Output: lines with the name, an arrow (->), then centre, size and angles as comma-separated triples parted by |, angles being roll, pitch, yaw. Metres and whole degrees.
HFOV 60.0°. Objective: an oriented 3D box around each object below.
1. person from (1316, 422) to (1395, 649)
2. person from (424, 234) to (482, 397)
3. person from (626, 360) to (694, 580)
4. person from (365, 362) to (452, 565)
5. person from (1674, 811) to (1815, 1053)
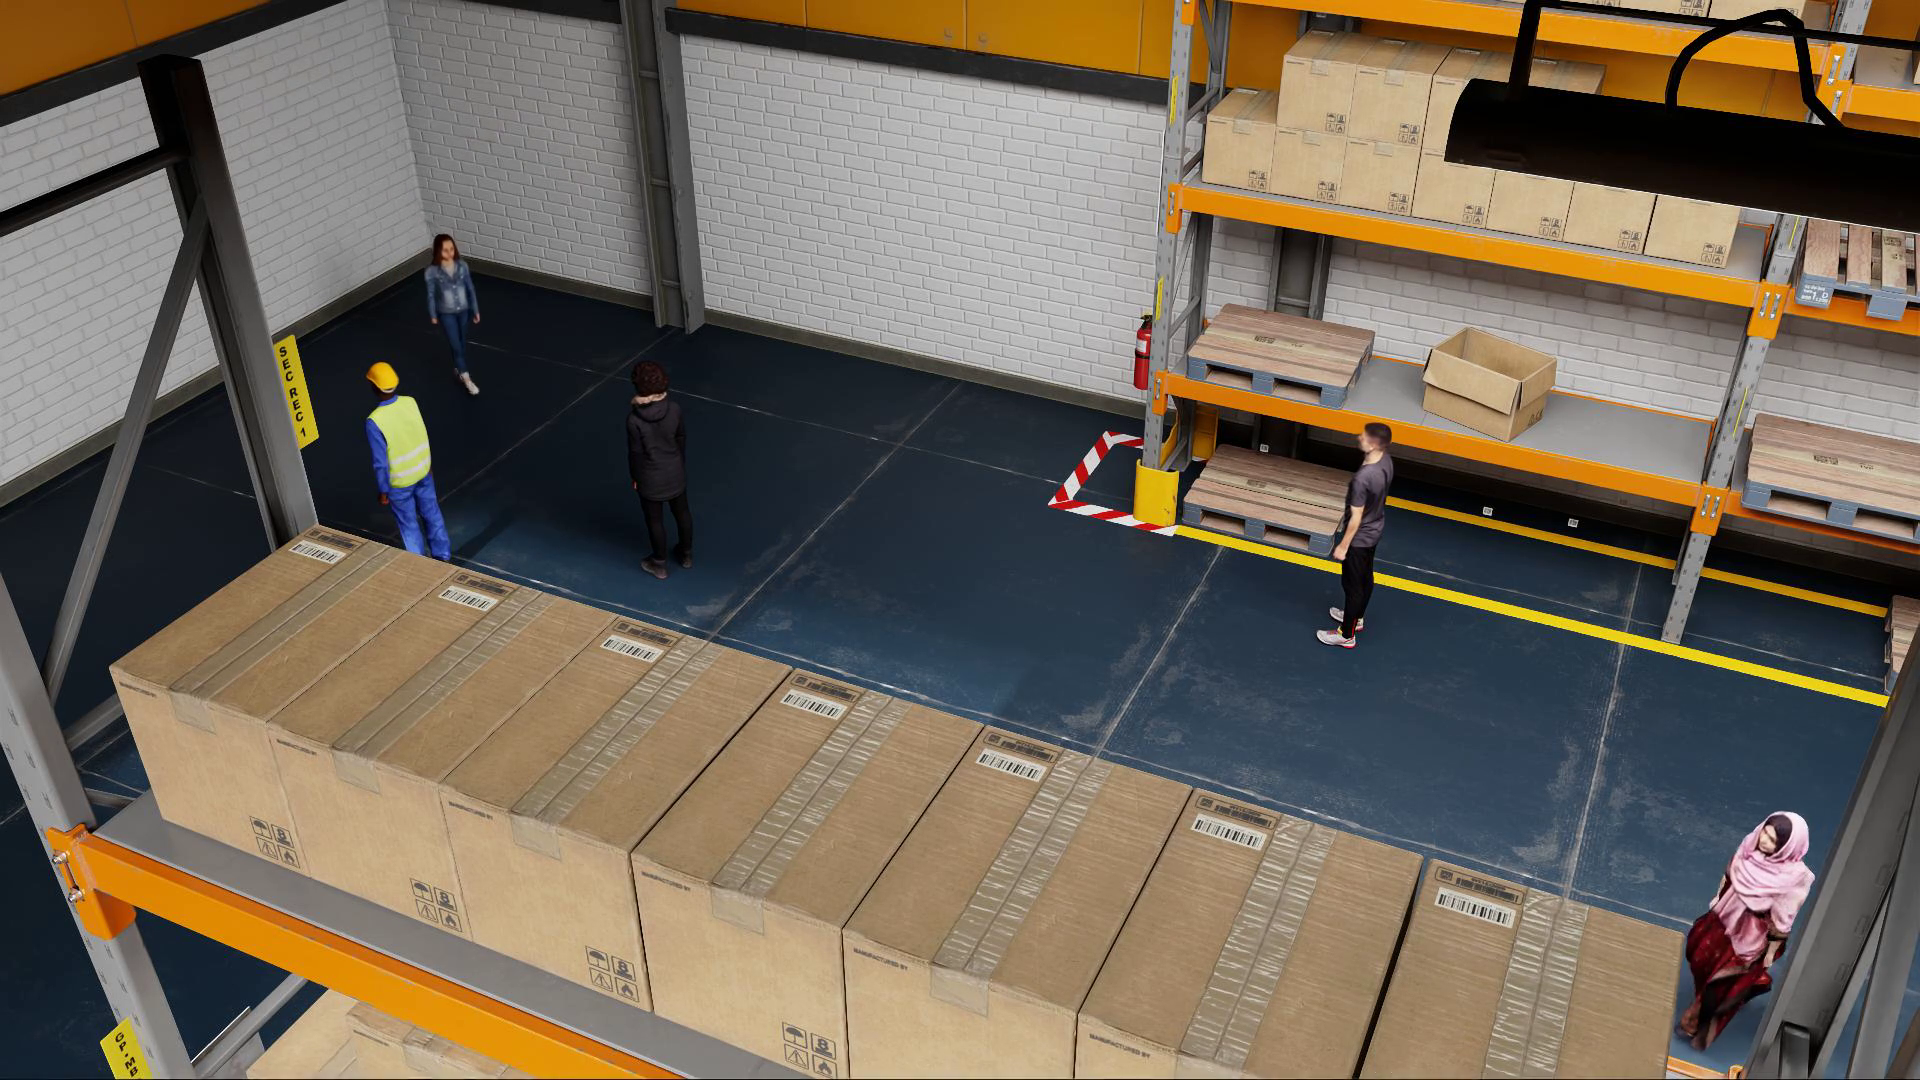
person -> 2.793, -0.046, 11.575 | 0.569, 1.764, 0.645 | 18, 38, 25
person -> -4.565, -2.074, 14.902 | 0.764, 1.457, 0.935 | -25, 41, -33
person -> -2.206, -0.516, 12.266 | 0.729, 1.781, 0.759 | -22, 39, -29
person -> -4.064, -0.478, 12.182 | 0.591, 1.812, 0.690 | 19, 38, 26
person -> 4.151, 1.988, 8.633 | 0.944, 1.633, 0.878 | -5, 34, -8
